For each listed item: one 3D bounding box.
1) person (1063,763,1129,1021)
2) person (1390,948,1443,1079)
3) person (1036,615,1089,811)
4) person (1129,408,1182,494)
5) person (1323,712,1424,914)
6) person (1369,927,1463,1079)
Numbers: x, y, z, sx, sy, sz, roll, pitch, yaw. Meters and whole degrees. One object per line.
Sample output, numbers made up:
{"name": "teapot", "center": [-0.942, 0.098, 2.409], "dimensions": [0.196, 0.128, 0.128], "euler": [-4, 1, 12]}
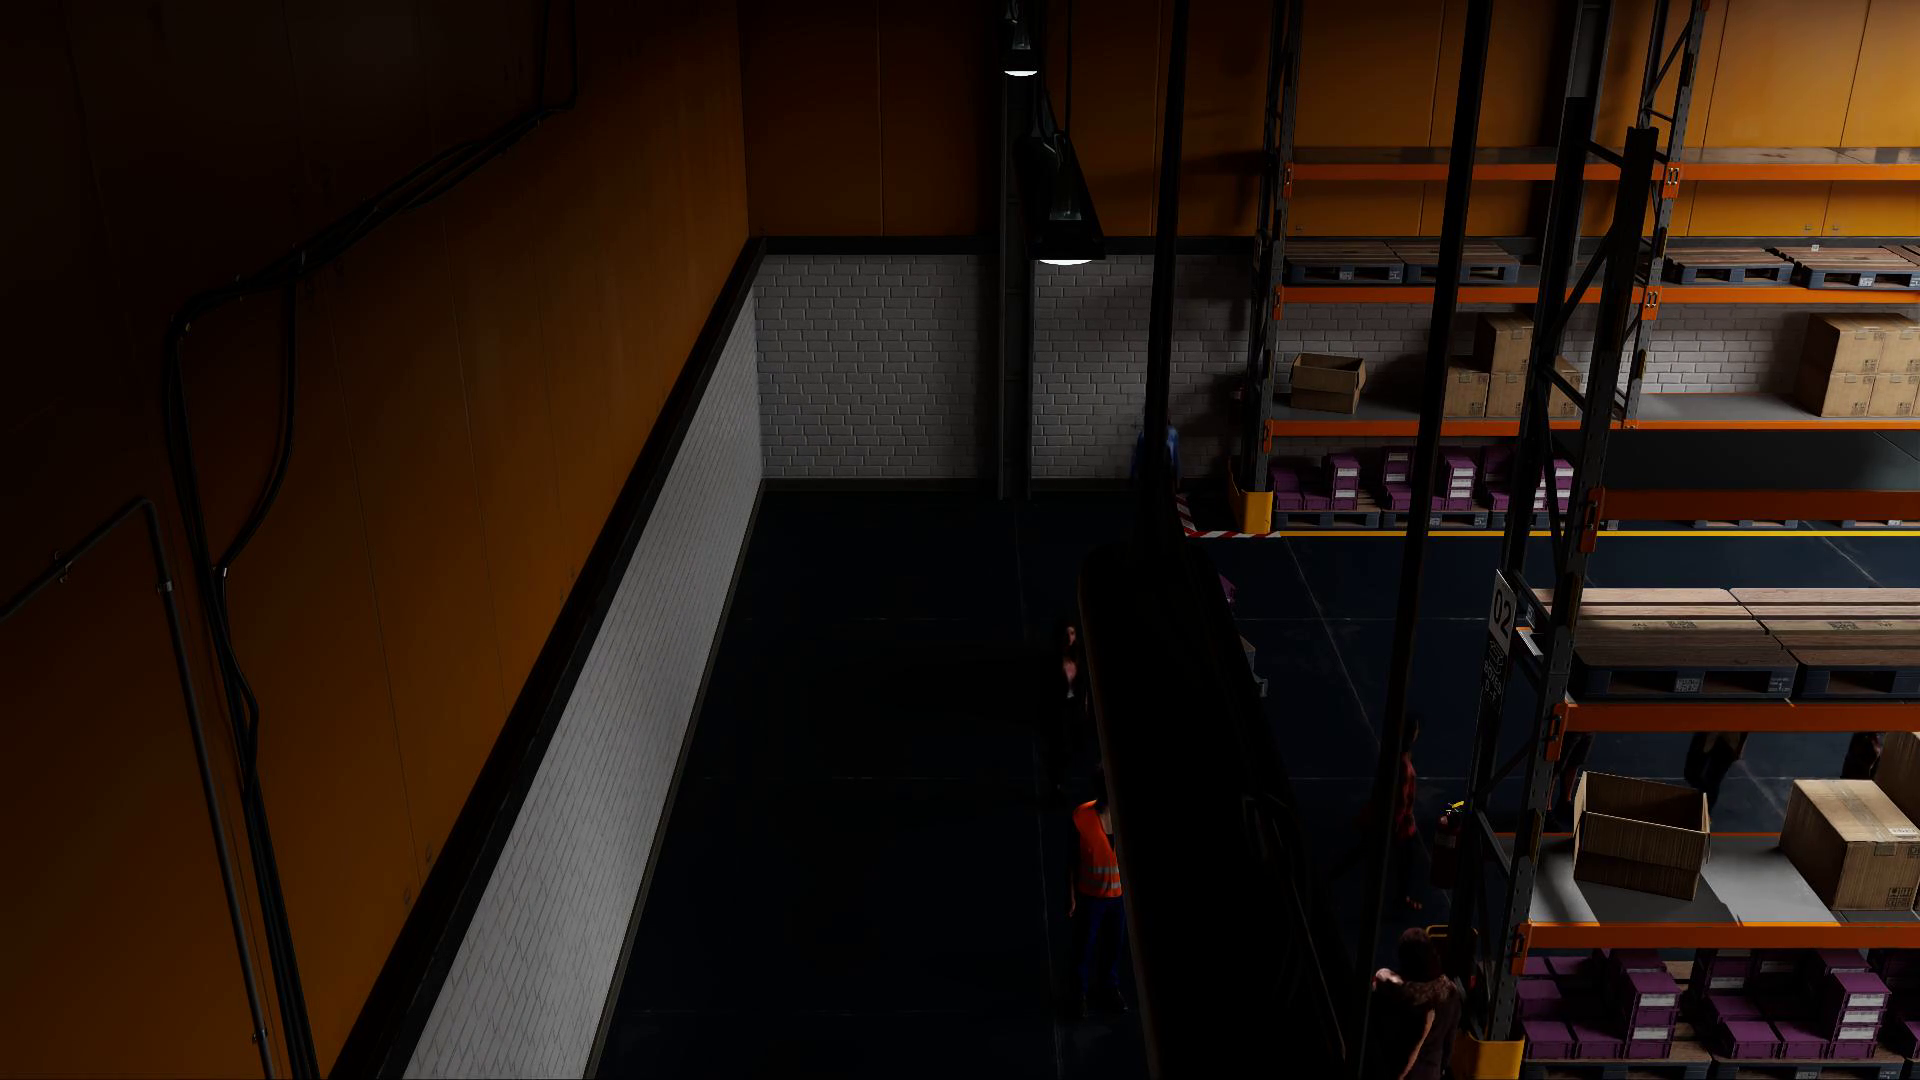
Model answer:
{"name": "person", "center": [0.933, 2.273, 10.922], "dimensions": [0.658, 1.884, 0.815], "euler": [-6, 24, -14]}
{"name": "person", "center": [2.583, 3.038, 9.355], "dimensions": [1.074, 1.738, 0.671], "euler": [2, 24, 5]}
{"name": "person", "center": [0.788, 1.328, 13.313], "dimensions": [0.724, 1.701, 0.801], "euler": [-11, 26, -23]}
{"name": "person", "center": [2.061, -0.694, 17.951], "dimensions": [0.724, 1.691, 0.829], "euler": [-7, 25, -16]}
{"name": "person", "center": [2.970, 1.979, 11.862], "dimensions": [1.107, 1.670, 0.729], "euler": [-4, 24, -9]}
{"name": "person", "center": [2.482, 2.983, 9.345], "dimensions": [0.570, 1.847, 0.794], "euler": [0, 24, -1]}
